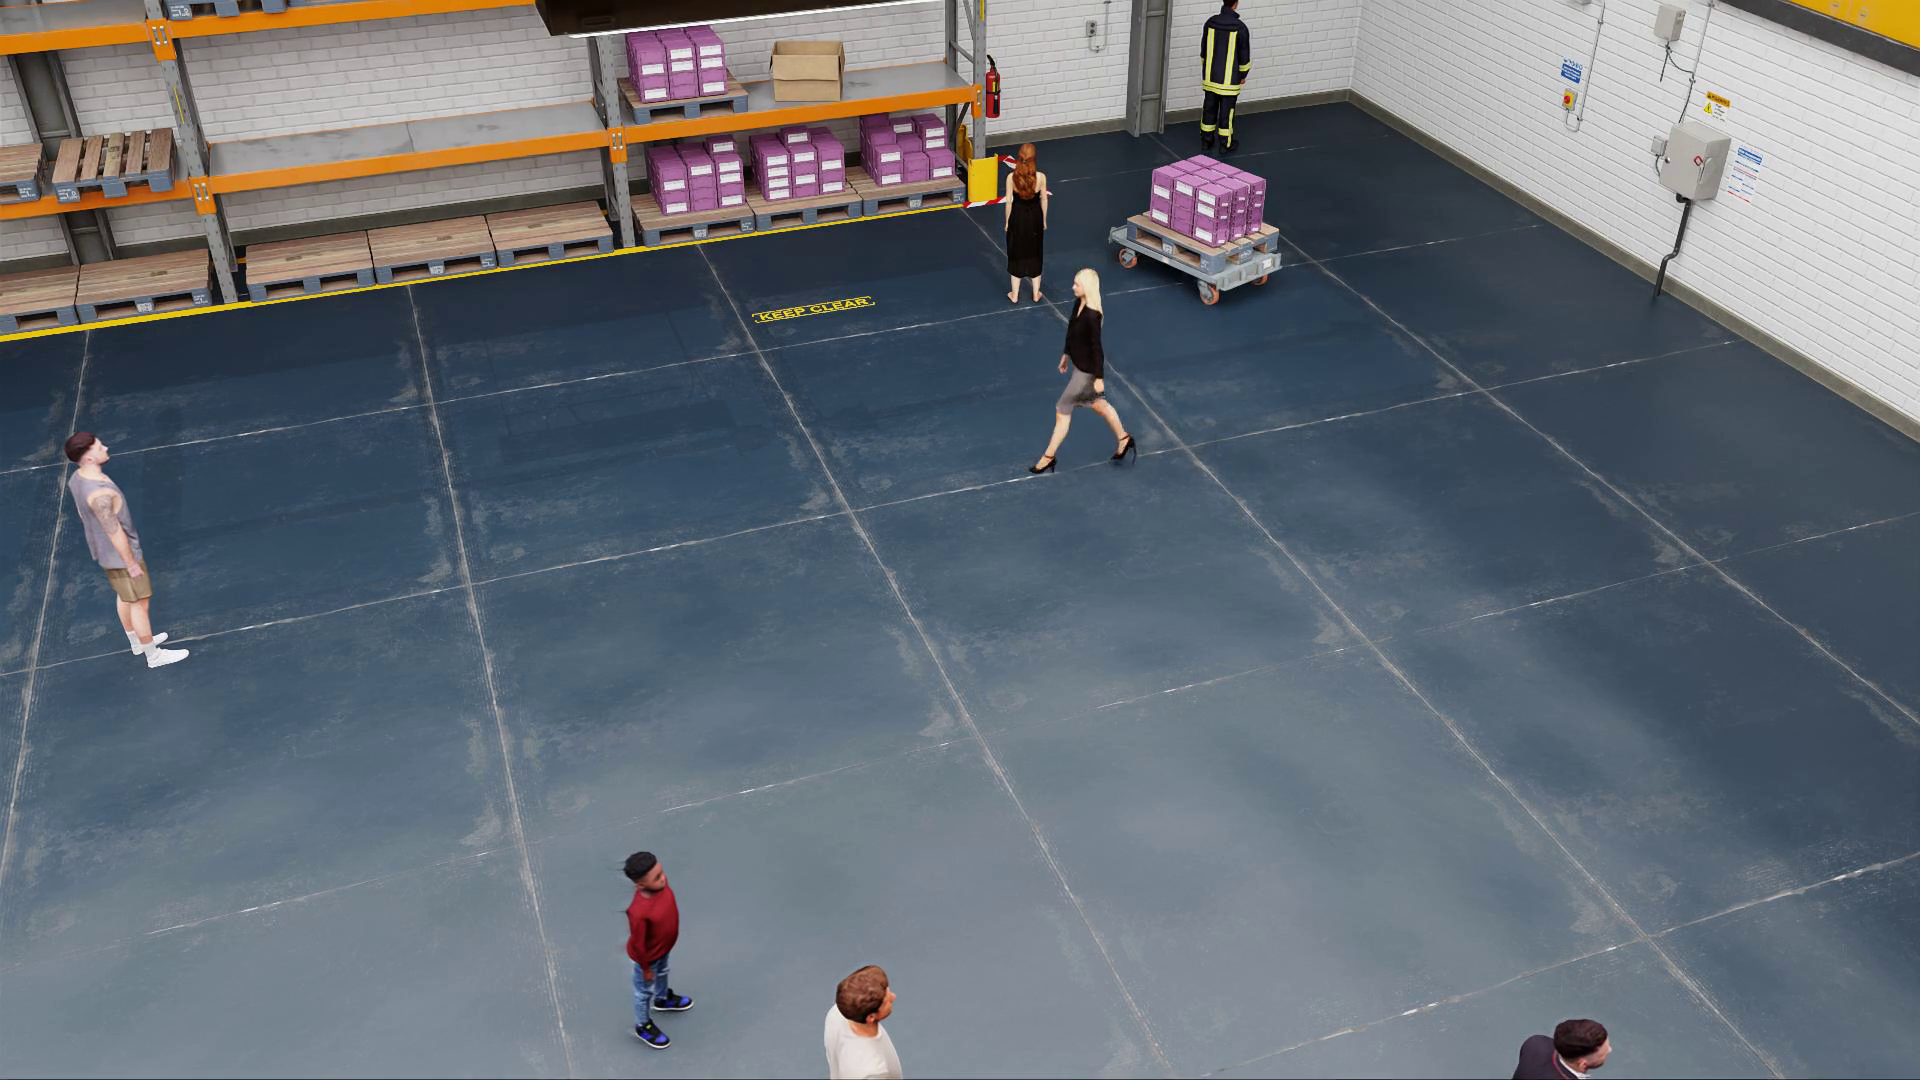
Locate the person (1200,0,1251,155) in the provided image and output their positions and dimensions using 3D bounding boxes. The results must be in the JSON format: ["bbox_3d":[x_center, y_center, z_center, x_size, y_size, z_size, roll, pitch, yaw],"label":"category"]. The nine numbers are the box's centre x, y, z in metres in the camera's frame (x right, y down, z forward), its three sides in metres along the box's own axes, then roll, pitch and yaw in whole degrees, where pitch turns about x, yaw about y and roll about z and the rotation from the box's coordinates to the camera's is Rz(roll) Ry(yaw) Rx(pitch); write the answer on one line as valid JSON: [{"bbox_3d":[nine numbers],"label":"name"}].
[{"bbox_3d":[3.116,-5.558,19.682,0.890,1.928,0.911,20,38,27],"label":"person"}]

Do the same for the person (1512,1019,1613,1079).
[{"bbox_3d":[2.544,2.727,7.293,0.631,1.844,0.711,-4,34,-6],"label":"person"}]

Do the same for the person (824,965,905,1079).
[{"bbox_3d":[-0.408,2.601,7.428,0.596,1.904,0.688,-15,36,-21],"label":"person"}]

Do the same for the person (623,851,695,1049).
[{"bbox_3d":[-1.632,2.118,8.745,0.635,1.250,0.586,12,35,17],"label":"person"}]

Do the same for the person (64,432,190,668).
[{"bbox_3d":[-5.751,0.065,11.359,0.718,1.846,0.727,28,43,35],"label":"person"}]

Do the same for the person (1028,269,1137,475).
[{"bbox_3d":[1.107,-1.336,13.450,1.202,1.794,0.747,-7,34,-10],"label":"person"}]

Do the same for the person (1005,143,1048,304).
[{"bbox_3d":[0.641,-3.091,16.243,0.588,1.625,0.688,-2,34,-3],"label":"person"}]
